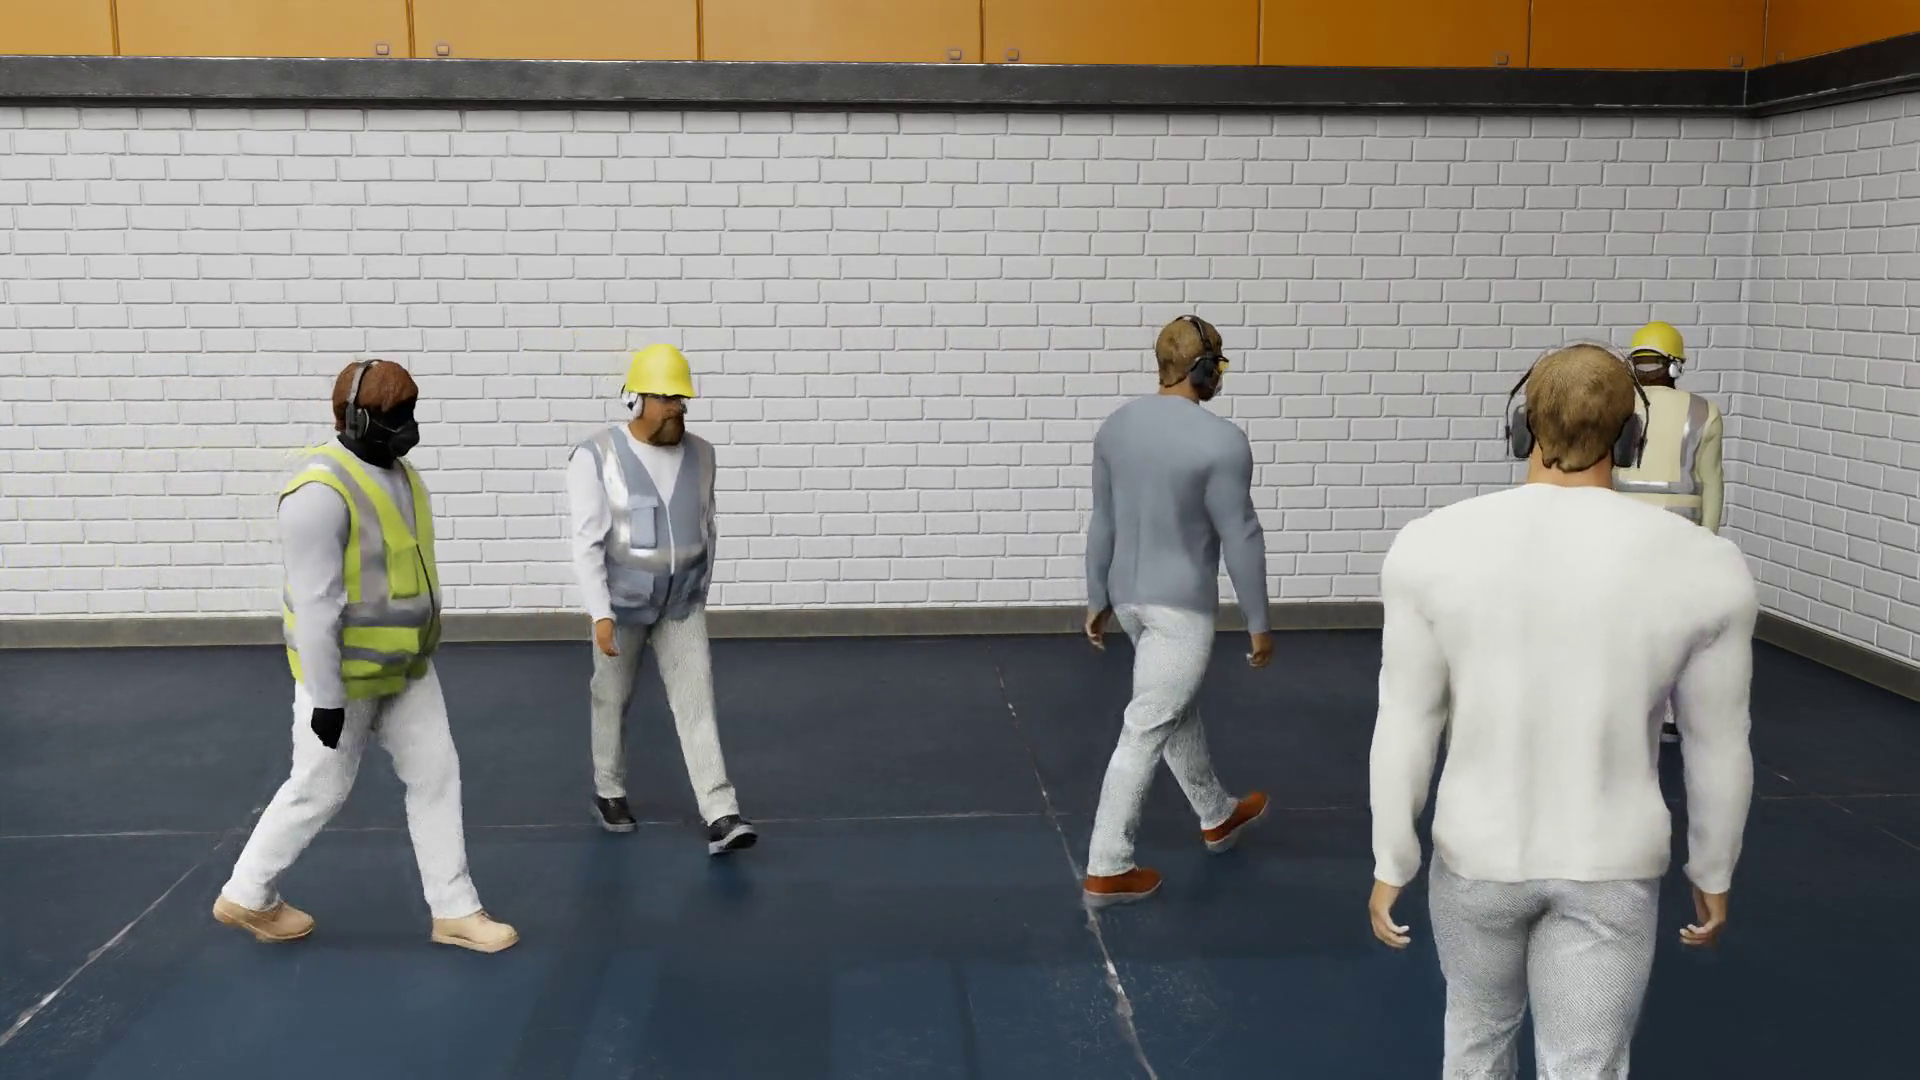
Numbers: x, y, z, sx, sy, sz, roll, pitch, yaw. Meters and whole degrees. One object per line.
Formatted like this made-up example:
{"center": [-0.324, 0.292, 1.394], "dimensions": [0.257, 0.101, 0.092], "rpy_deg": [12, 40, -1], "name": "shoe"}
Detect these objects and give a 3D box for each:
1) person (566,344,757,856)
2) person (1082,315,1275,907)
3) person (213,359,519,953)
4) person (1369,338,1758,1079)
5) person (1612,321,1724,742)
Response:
{"center": [-1.059, 0.216, 5.811], "dimensions": [0.602, 1.775, 0.952], "rpy_deg": [-6, 11, -34], "name": "person"}
{"center": [0.763, 0.214, 5.490], "dimensions": [0.999, 1.884, 0.659], "rpy_deg": [-6, 11, -34], "name": "person"}
{"center": [-1.827, 0.361, 4.894], "dimensions": [0.897, 1.796, 0.653], "rpy_deg": [2, 9, 10], "name": "person"}
{"center": [1.134, 0.576, 3.169], "dimensions": [0.652, 1.900, 0.920], "rpy_deg": [4, 10, 22], "name": "person"}
{"center": [2.992, -0.032, 7.240], "dimensions": [0.586, 1.824, 0.403], "rpy_deg": [4, 10, 24], "name": "person"}
